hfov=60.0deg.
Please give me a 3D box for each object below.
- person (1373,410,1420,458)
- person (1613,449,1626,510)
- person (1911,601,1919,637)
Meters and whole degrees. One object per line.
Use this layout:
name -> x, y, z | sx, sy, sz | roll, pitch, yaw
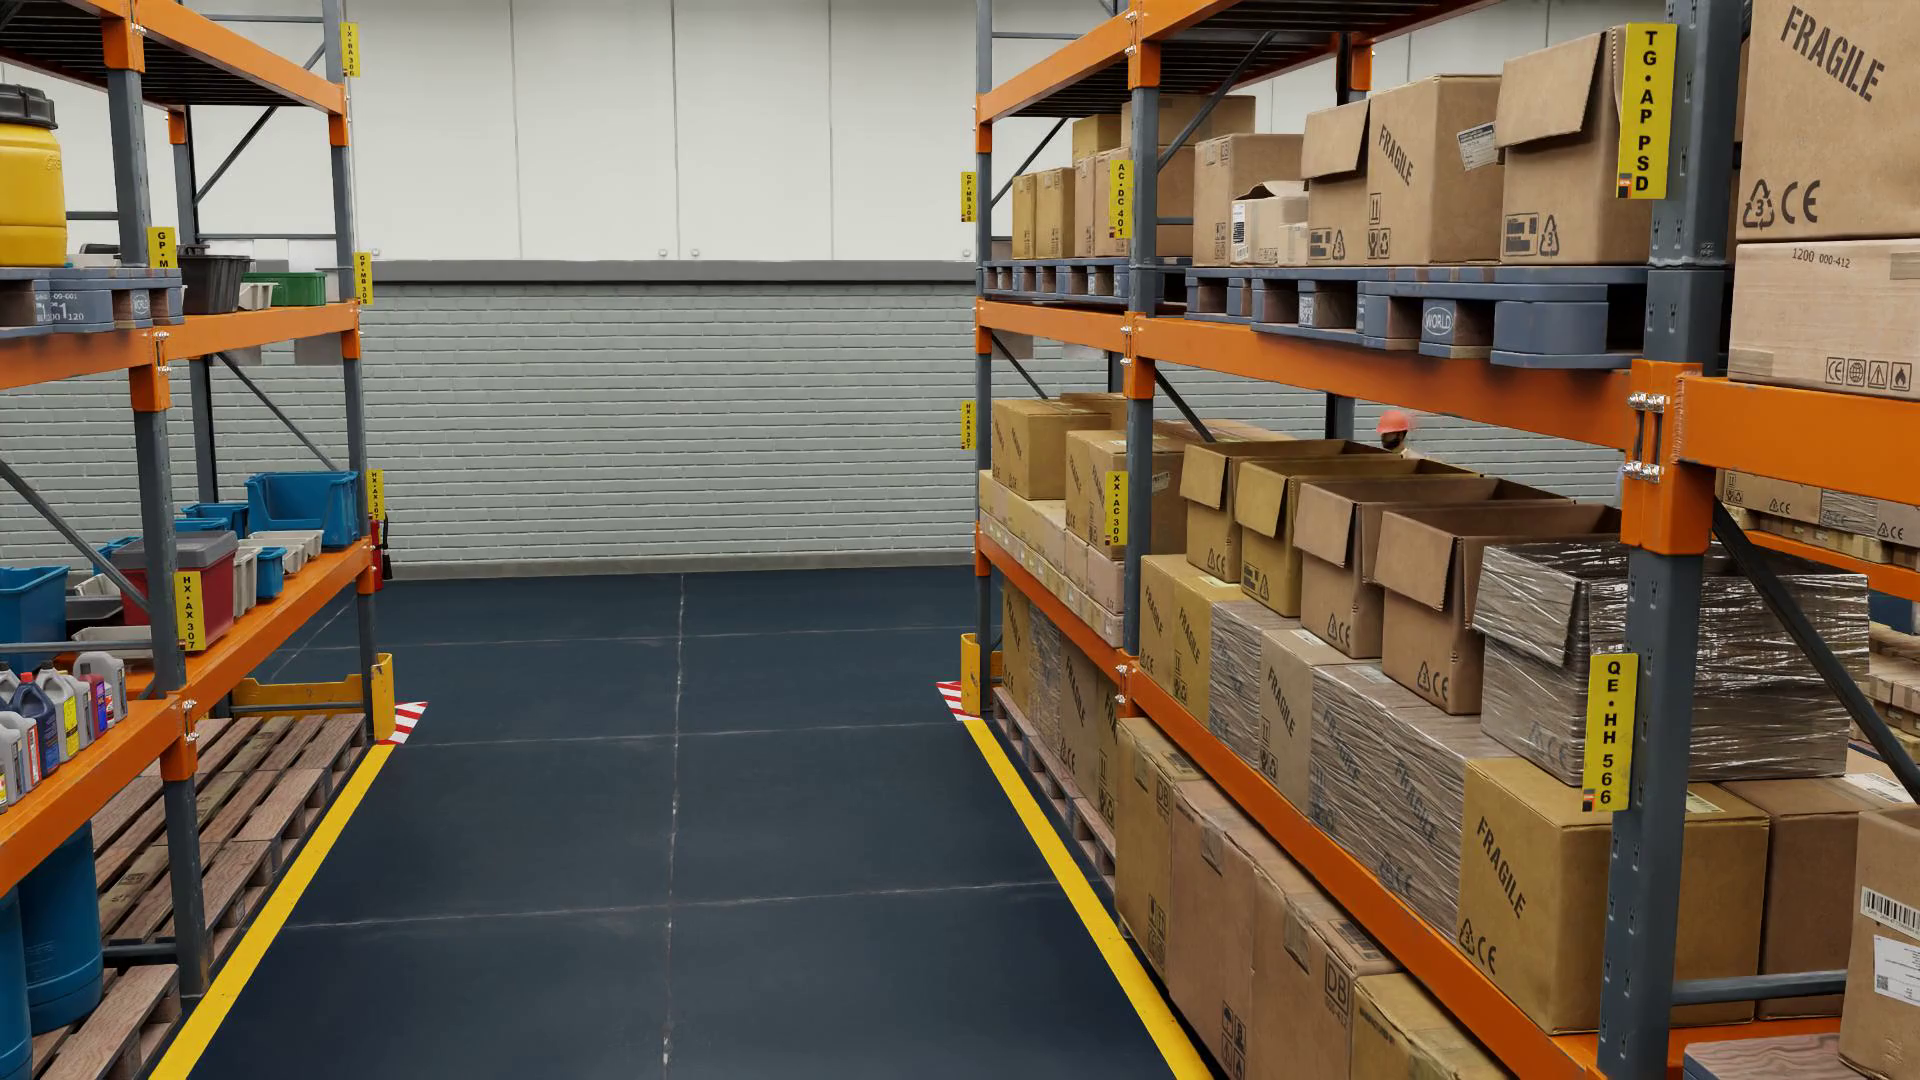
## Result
person -> 3.573, -0.129, 13.767 | 0.992, 1.883, 0.569 | -4, 10, -25
person -> 5.507, -0.119, 13.766 | 0.983, 1.872, 0.581 | 4, 10, 23
person -> 7.975, 0.033, 13.529 | 0.511, 1.640, 0.308 | -6, 11, -34
